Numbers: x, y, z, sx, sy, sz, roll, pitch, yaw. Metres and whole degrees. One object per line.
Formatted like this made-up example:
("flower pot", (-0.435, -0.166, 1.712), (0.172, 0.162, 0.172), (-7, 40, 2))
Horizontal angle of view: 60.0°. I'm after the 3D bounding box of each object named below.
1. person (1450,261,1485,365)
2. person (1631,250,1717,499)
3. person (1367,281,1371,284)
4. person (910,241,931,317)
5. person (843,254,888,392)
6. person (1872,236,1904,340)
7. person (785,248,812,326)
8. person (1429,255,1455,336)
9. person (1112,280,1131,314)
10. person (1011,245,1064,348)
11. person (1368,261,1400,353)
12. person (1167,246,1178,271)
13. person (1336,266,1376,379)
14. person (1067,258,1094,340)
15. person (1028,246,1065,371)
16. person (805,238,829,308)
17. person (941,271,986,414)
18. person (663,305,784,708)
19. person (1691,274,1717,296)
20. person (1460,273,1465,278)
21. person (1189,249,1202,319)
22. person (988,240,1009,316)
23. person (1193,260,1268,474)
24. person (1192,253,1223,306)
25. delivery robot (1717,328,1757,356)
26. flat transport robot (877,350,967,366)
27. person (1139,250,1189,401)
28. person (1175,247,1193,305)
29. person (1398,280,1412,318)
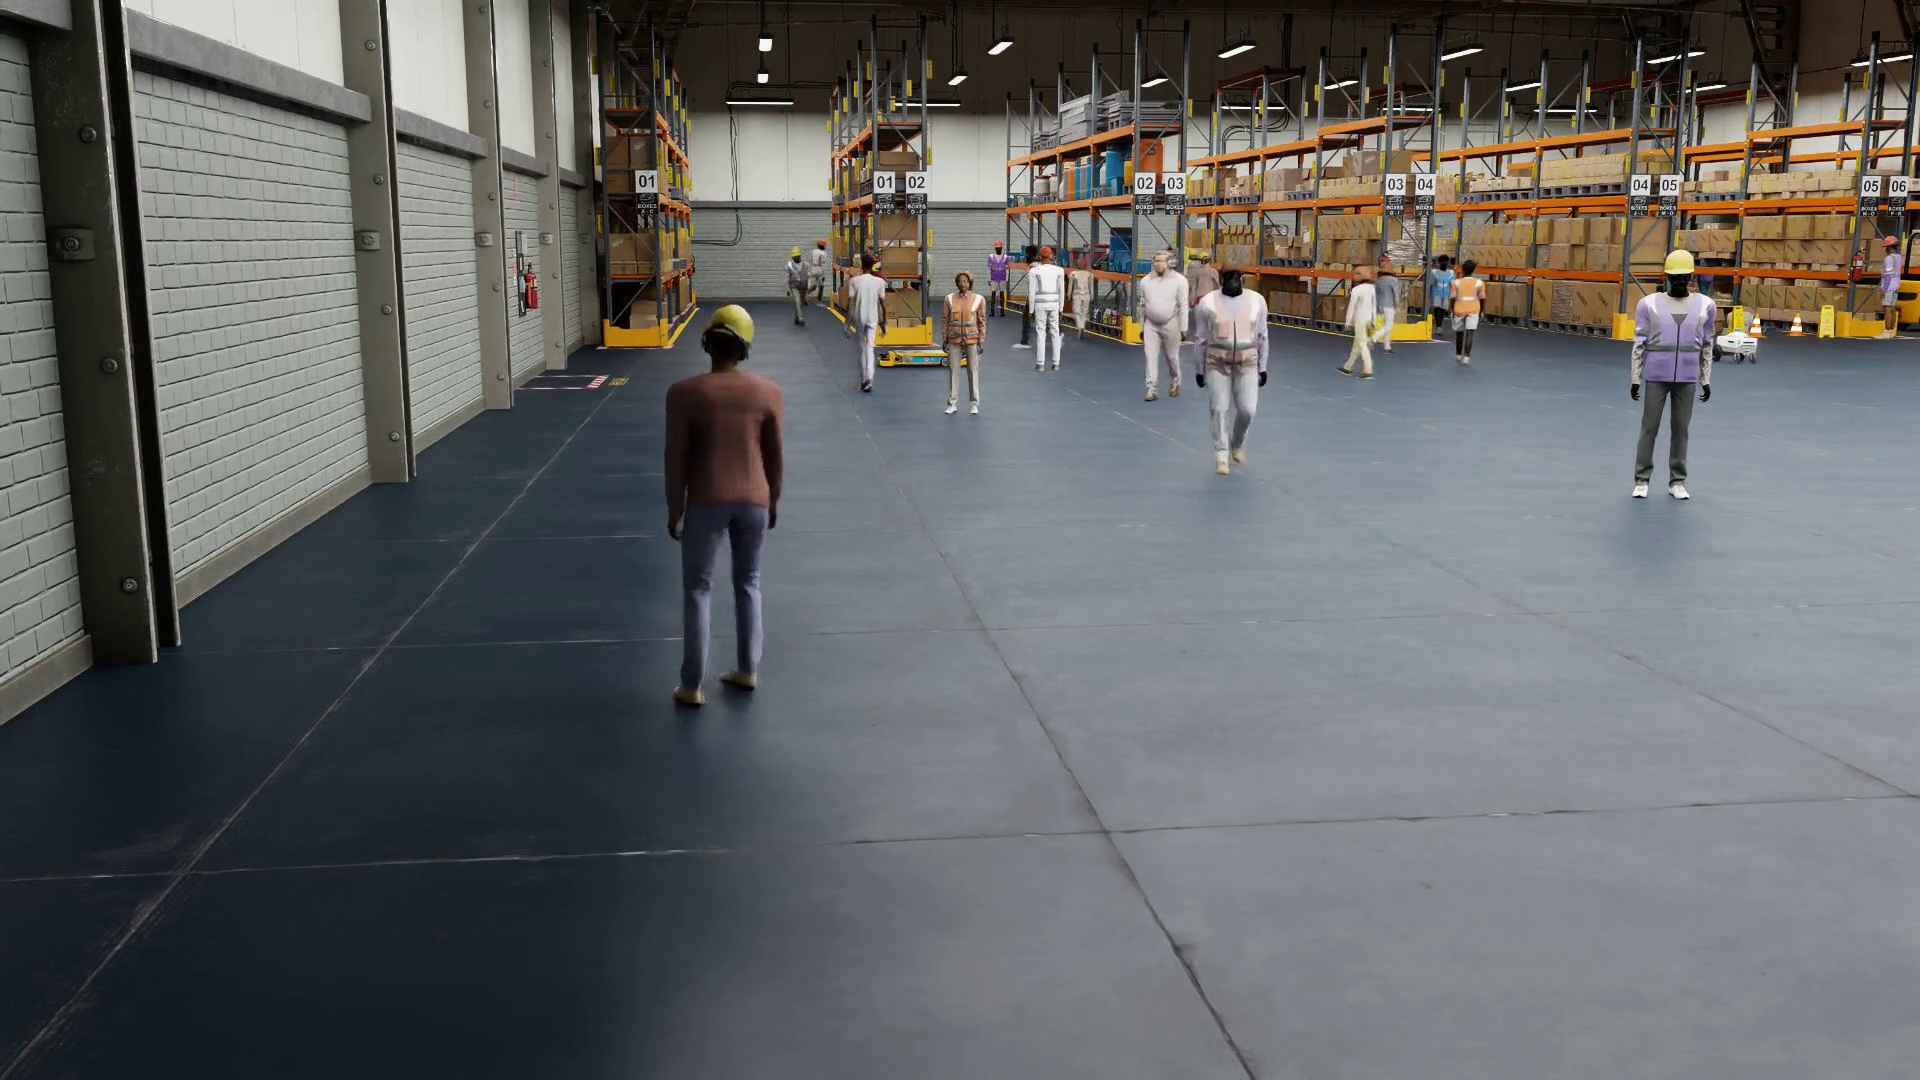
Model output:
("person", (8.077, -3.620, 26.500), (0.540, 1.637, 0.928), (3, 11, 18))
("person", (5.509, -1.270, 12.869), (0.593, 1.924, 0.381), (2, 11, 12))
("person", (12.255, -8.049, 50.106), (0.660, 1.920, 0.455), (0, 10, -1))
("person", (-0.997, -6.586, 41.942), (0.612, 1.959, 0.964), (-2, 11, -12))
("person", (-1.245, -2.861, 21.948), (0.597, 1.809, 0.970), (0, 10, 1))
("person", (18.339, -4.971, 32.862), (0.605, 2.035, 0.392), (-9, 14, -41))
("person", (-3.712, -5.793, 38.050), (0.587, 1.793, 0.883), (-4, 11, -21))
("person", (9.925, -5.030, 34.246), (0.545, 1.647, 0.889), (0, 10, 0))
("person", (4.023, -6.393, 41.006), (0.635, 1.915, 0.813), (-2, 10, -9))
("person", (1.422, -4.420, 30.283), (0.886, 1.883, 0.596), (1, 10, 6))
("person", (7.354, -4.025, 28.827), (0.627, 1.611, 0.509), (-4, 11, -22))
("person", (4.556, -5.415, 35.889), (0.547, 1.814, 0.837), (-1, 10, -5))
("person", (5.720, -3.141, 24.034), (0.526, 1.597, 0.761), (-9, 14, -42))
("person", (2.396, -4.729, 32.651), (0.530, 1.619, 0.599), (-2, 11, -12))
("person", (1.307, -3.502, 25.215), (0.572, 1.886, 0.358), (-3, 11, -15))
("person", (-4.100, -7.616, 47.479), (0.680, 1.991, 0.781), (9, 14, 40))
("person", (0.042, -2.263, 19.093), (0.514, 1.644, 0.307), (2, 10, 9))
("person", (-1.025, -0.156, 7.280), (0.533, 1.726, 0.405), (-4, 11, -21))
("person", (18.796, -6.518, 42.009), (0.581, 1.799, 0.955), (-2, 10, -10))
("person", (14.829, -8.033, 49.944), (0.903, 1.927, 0.608), (-2, 10, -9))
("person", (5.748, -6.334, 41.238), (0.502, 1.705, 0.863), (-2, 10, -9))
("person", (0.979, -6.678, 42.485), (0.542, 1.939, 0.364), (1, 10, 3))
("person", (2.317, -1.473, 14.239), (0.646, 1.832, 0.433), (0, 10, 3))
("person", (4.764, -4.607, 31.726), (0.637, 1.719, 0.731), (9, 14, 42))
("delivery robot", (12.533, -3.178, 26.833), (0.477, 0.478, 0.707), (-1, 10, -5))
("flat transport robot", (-0.576, -2.871, 26.185), (1.431, 0.197, 0.652), (-1, 10, -7))
("person", (2.550, -2.690, 20.799), (0.649, 1.873, 0.897), (4, 11, 21))
("person", (5.215, -6.027, 39.332), (0.598, 1.785, 0.893), (-1, 10, -4))
("person", (11.141, -6.512, 41.785), (0.507, 1.865, 0.329), (-2, 10, -9))
